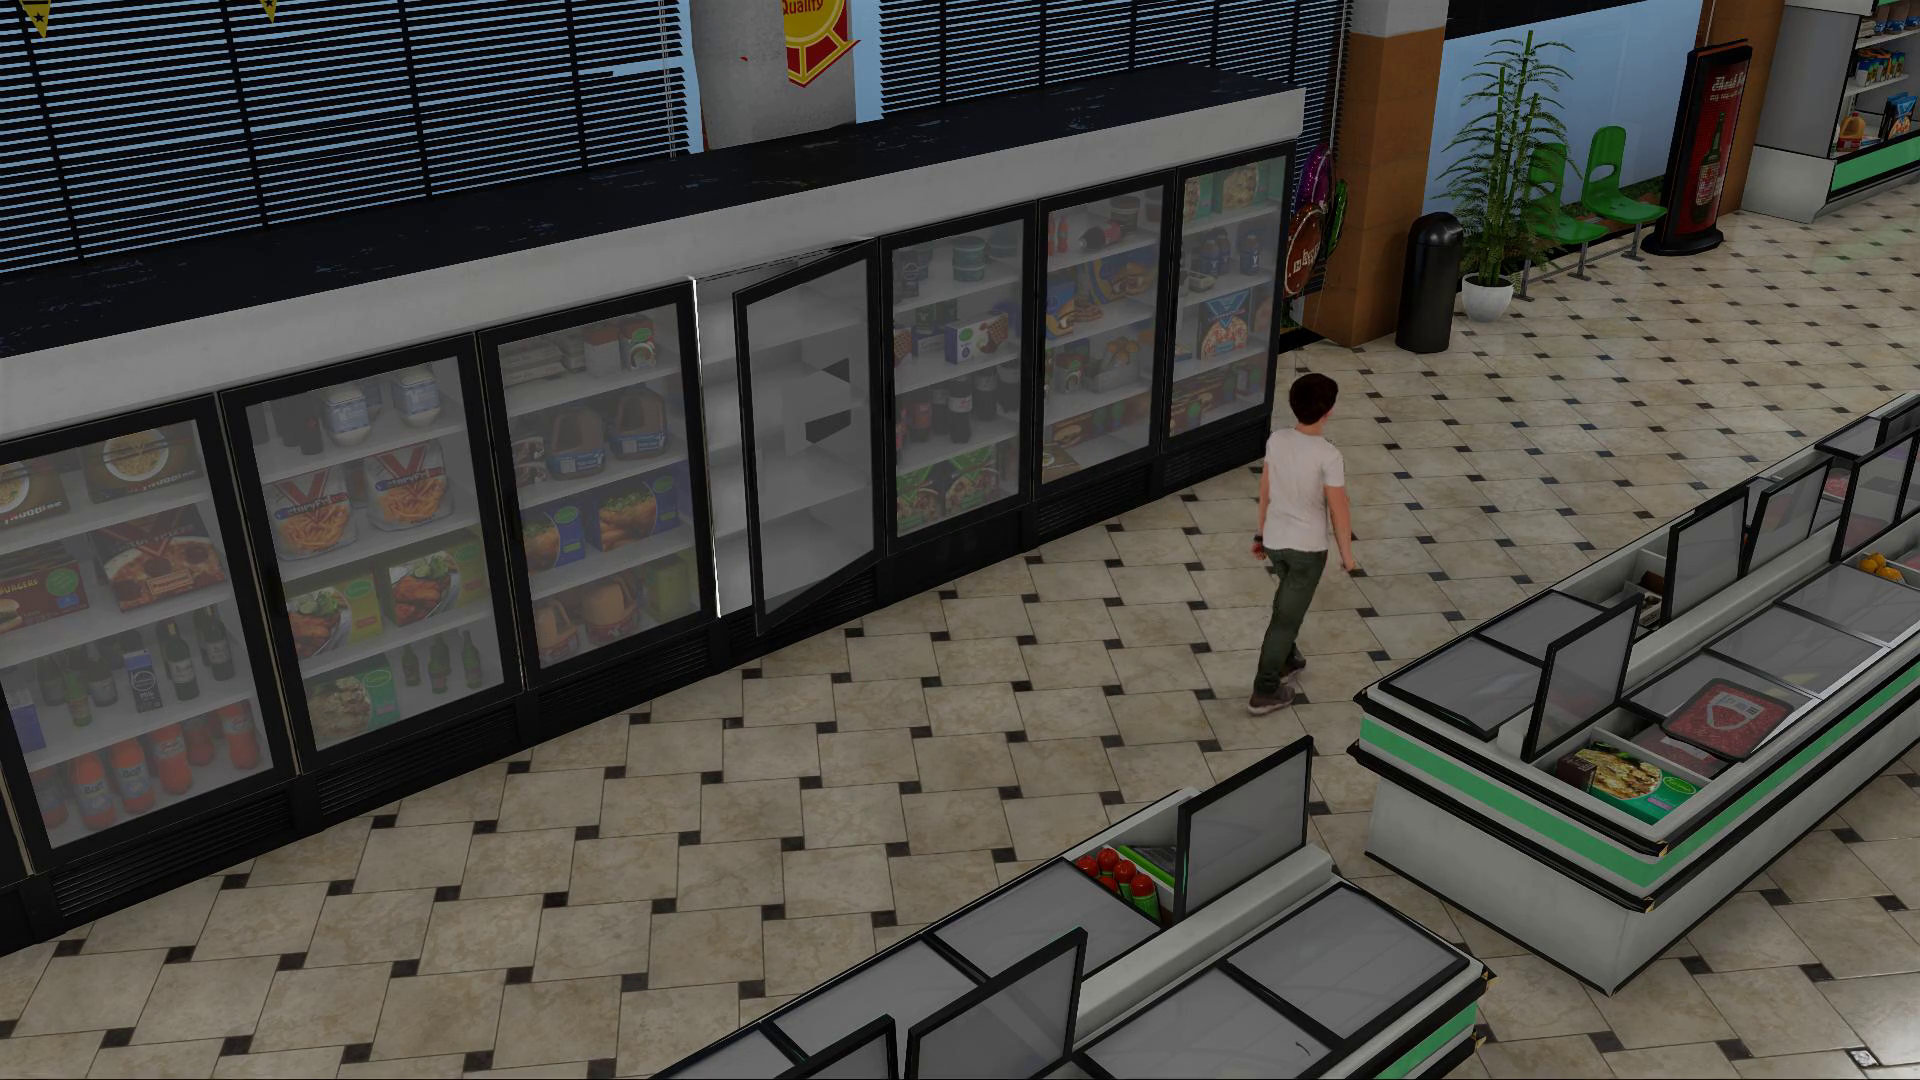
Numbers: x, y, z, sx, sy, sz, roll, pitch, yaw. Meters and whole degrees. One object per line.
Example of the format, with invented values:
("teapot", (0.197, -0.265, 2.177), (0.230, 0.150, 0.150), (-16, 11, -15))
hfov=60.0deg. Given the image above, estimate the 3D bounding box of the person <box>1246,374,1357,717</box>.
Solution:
("person", (1.467, 0.063, 7.533), (0.703, 1.637, 0.575), (-20, 33, -34))
